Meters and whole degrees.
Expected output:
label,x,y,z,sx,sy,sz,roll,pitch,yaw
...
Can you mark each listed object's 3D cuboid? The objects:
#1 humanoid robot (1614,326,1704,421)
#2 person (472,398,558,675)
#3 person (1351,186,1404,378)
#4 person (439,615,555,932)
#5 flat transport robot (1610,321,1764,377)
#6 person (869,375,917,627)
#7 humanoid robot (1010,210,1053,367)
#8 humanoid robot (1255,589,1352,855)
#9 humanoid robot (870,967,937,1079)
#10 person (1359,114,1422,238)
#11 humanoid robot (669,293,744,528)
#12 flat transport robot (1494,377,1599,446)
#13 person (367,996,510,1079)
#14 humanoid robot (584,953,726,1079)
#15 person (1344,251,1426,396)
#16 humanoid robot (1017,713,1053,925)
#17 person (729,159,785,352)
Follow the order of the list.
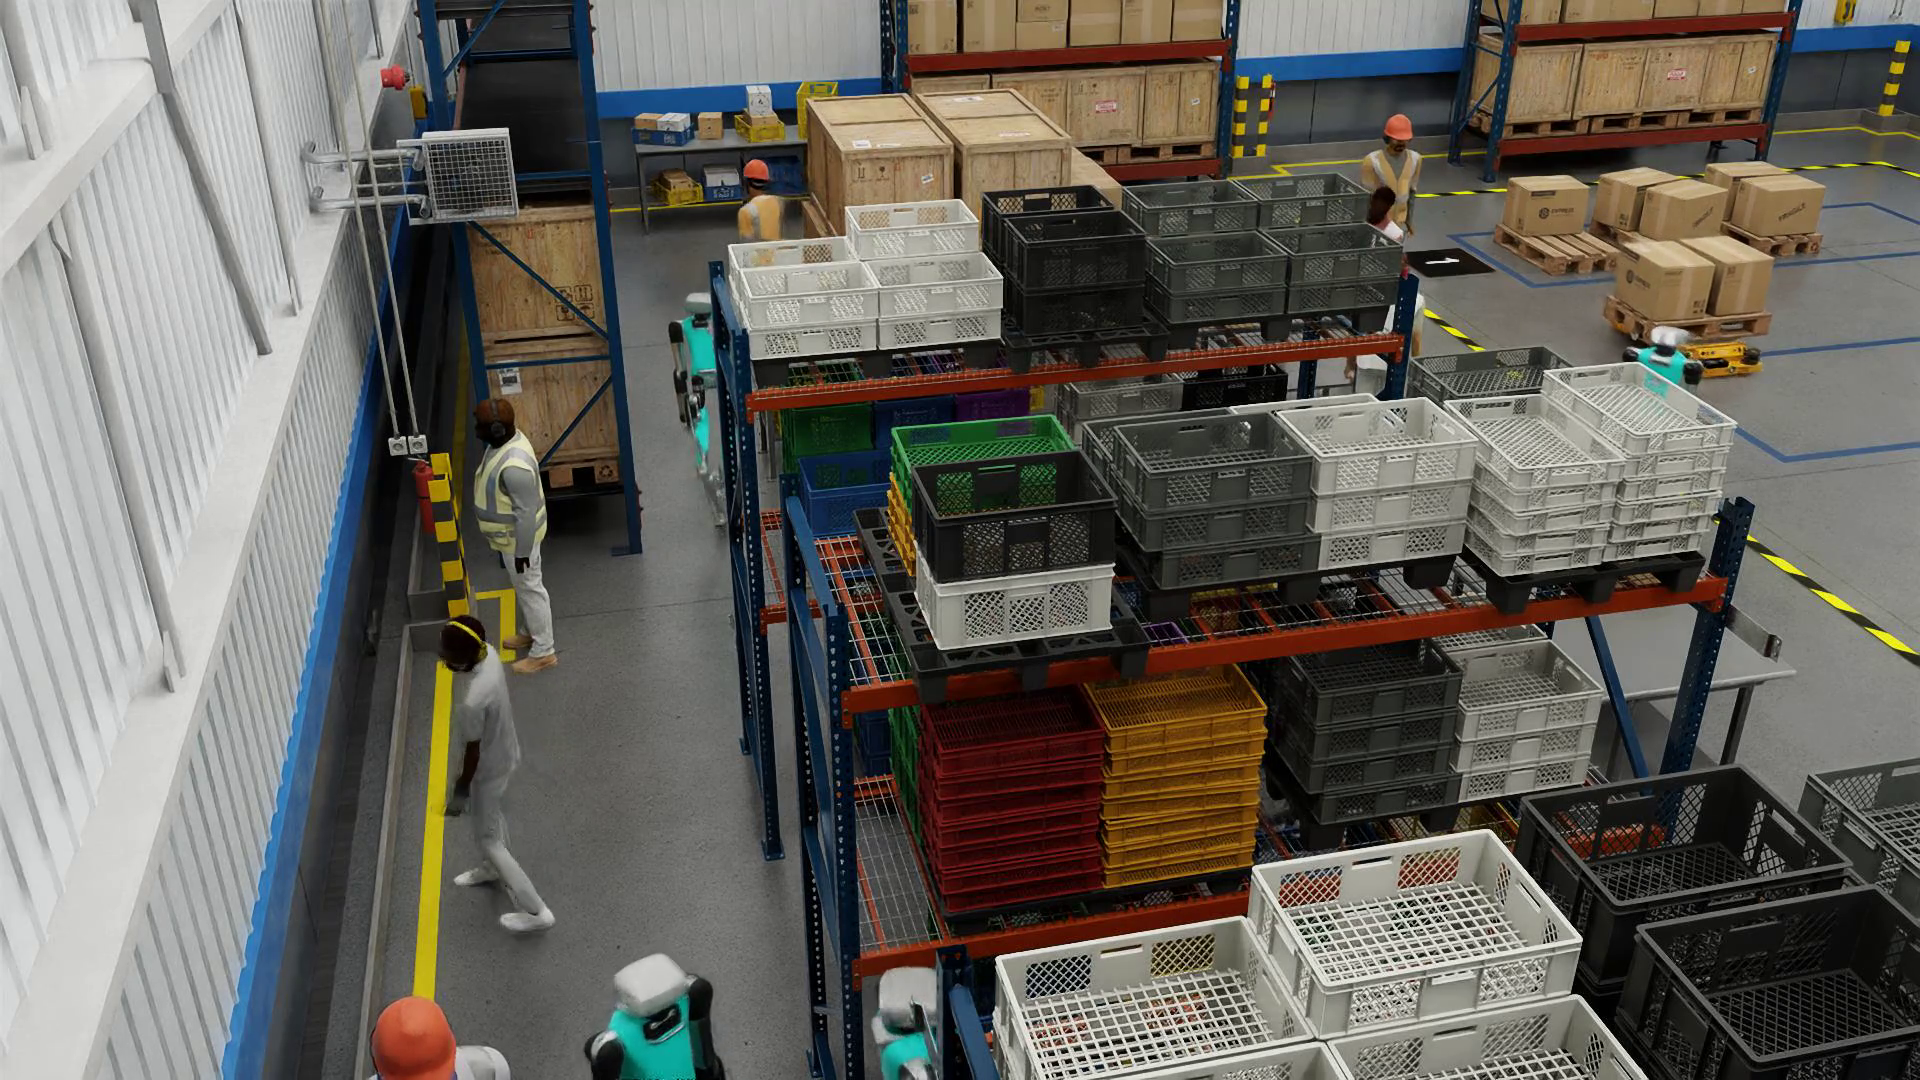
label,x,y,z,sx,sy,sz,roll,pitch,yaw
humanoid robot,5.041,-0.789,12.040,0.534,1.774,1.037,17,32,29
person,-2.799,-0.033,10.421,0.429,1.841,0.633,-10,30,-19
person,3.467,-2.183,14.472,0.685,1.861,0.629,19,33,32
person,-2.360,1.111,8.275,0.549,1.823,0.574,-2,28,-4
flat transport robot,6.811,-1.898,15.618,0.652,0.197,1.431,-6,28,-12
person,-0.428,-0.237,10.889,0.532,1.767,0.322,5,28,9
humanoid robot,0.512,-1.761,13.882,0.530,1.849,0.786,0,28,1
humanoid robot,1.792,0.958,8.716,0.402,1.650,0.586,7,29,13
humanoid robot,0.052,2.287,6.175,0.760,1.811,0.550,-6,28,-12
person,4.101,-3.065,15.962,0.608,2.042,0.394,-7,29,-12
humanoid robot,-1.812,-0.875,12.143,0.549,1.706,1.027,-3,28,-6
flat transport robot,4.780,-1.036,14.013,0.659,0.231,1.431,-6,28,-12
person,-1.753,2.352,5.695,0.604,2.034,0.384,-17,32,-29
humanoid robot,-0.888,2.355,6.040,1.039,1.746,0.564,21,34,34
person,3.268,-1.342,12.904,0.568,1.840,0.373,9,29,17
humanoid robot,0.458,1.210,8.289,0.350,1.658,0.613,20,34,33
person,-1.842,-2.505,15.075,1.037,1.867,0.553,24,36,37
